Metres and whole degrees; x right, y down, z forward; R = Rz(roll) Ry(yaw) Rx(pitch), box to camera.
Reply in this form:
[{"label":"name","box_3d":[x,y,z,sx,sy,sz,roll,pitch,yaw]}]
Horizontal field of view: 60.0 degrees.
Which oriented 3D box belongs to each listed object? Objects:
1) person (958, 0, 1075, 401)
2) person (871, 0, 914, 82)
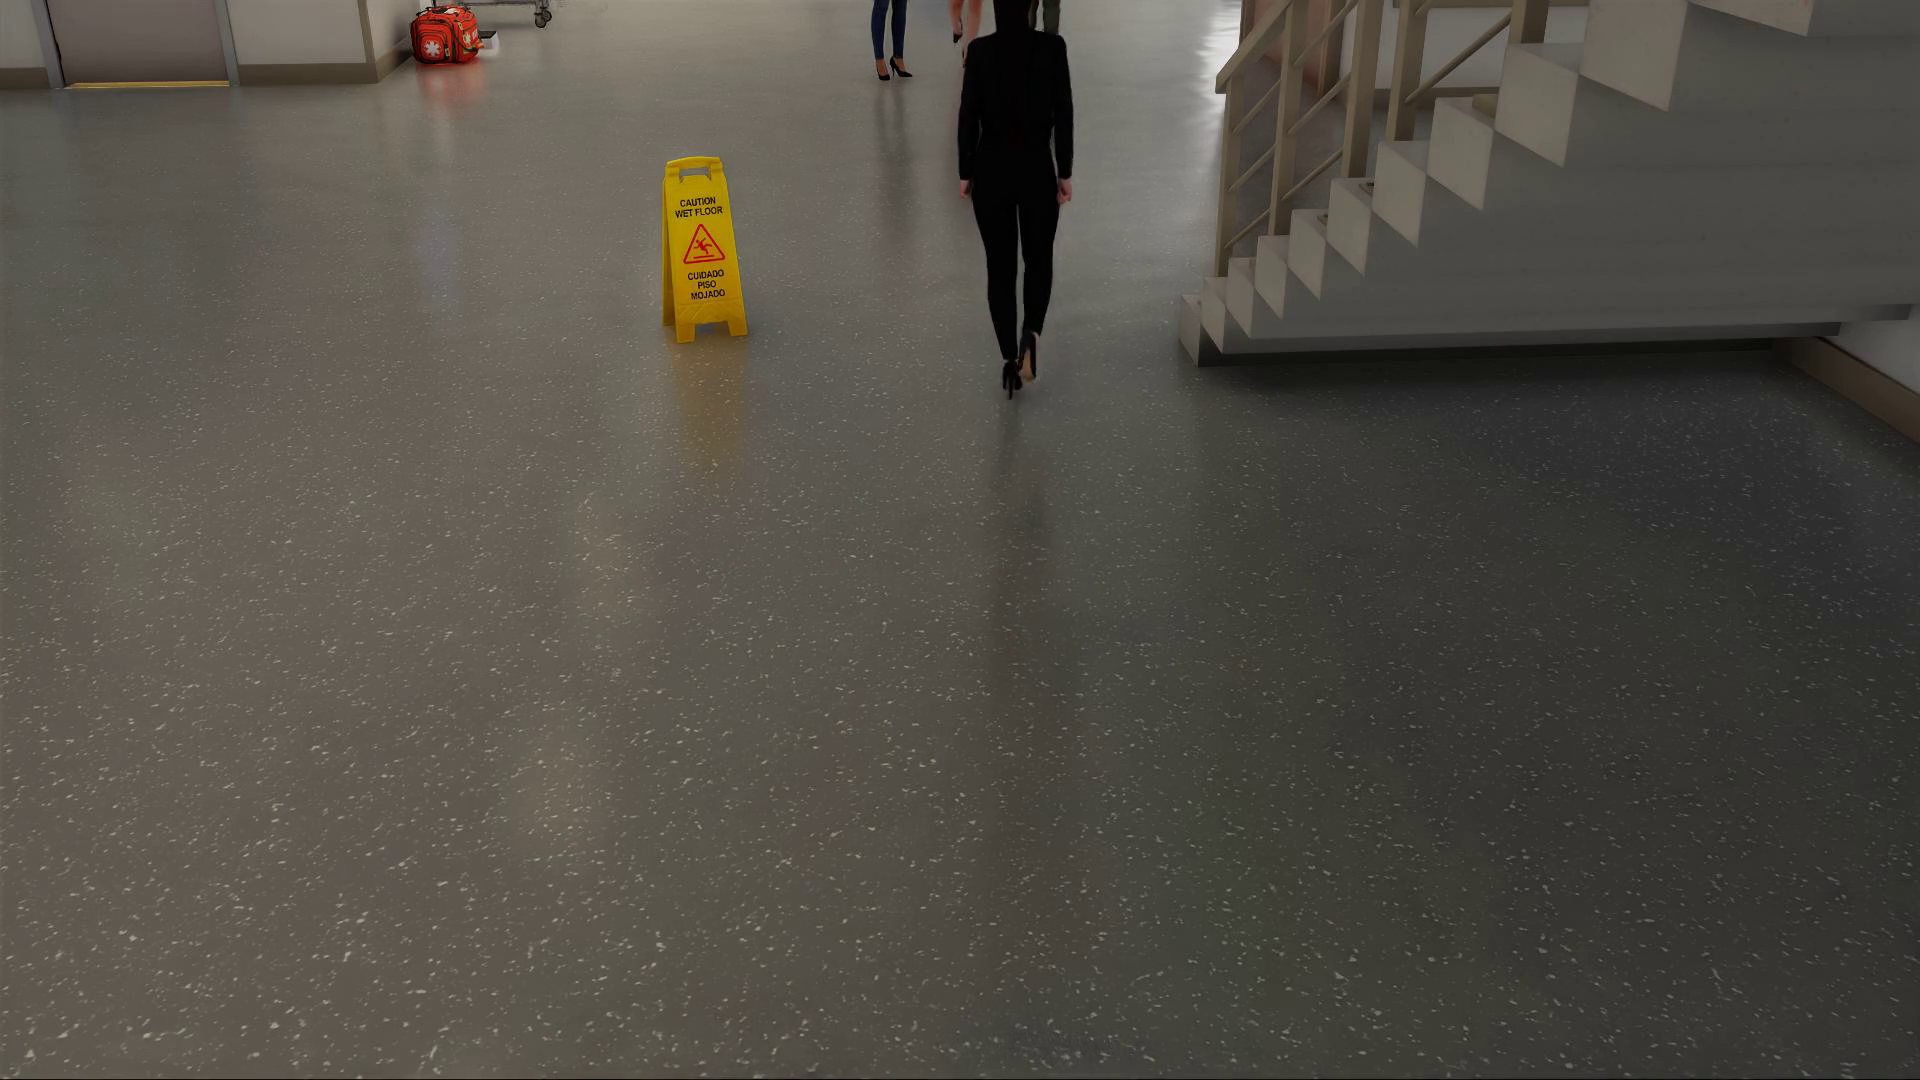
[{"label":"person","box_3d":[0.223,-1.341,6.416,0.610,1.706,0.686,0,26,0]},{"label":"person","box_3d":[-0.530,-4.484,12.830,0.642,1.797,0.661,-20,32,-36]}]
